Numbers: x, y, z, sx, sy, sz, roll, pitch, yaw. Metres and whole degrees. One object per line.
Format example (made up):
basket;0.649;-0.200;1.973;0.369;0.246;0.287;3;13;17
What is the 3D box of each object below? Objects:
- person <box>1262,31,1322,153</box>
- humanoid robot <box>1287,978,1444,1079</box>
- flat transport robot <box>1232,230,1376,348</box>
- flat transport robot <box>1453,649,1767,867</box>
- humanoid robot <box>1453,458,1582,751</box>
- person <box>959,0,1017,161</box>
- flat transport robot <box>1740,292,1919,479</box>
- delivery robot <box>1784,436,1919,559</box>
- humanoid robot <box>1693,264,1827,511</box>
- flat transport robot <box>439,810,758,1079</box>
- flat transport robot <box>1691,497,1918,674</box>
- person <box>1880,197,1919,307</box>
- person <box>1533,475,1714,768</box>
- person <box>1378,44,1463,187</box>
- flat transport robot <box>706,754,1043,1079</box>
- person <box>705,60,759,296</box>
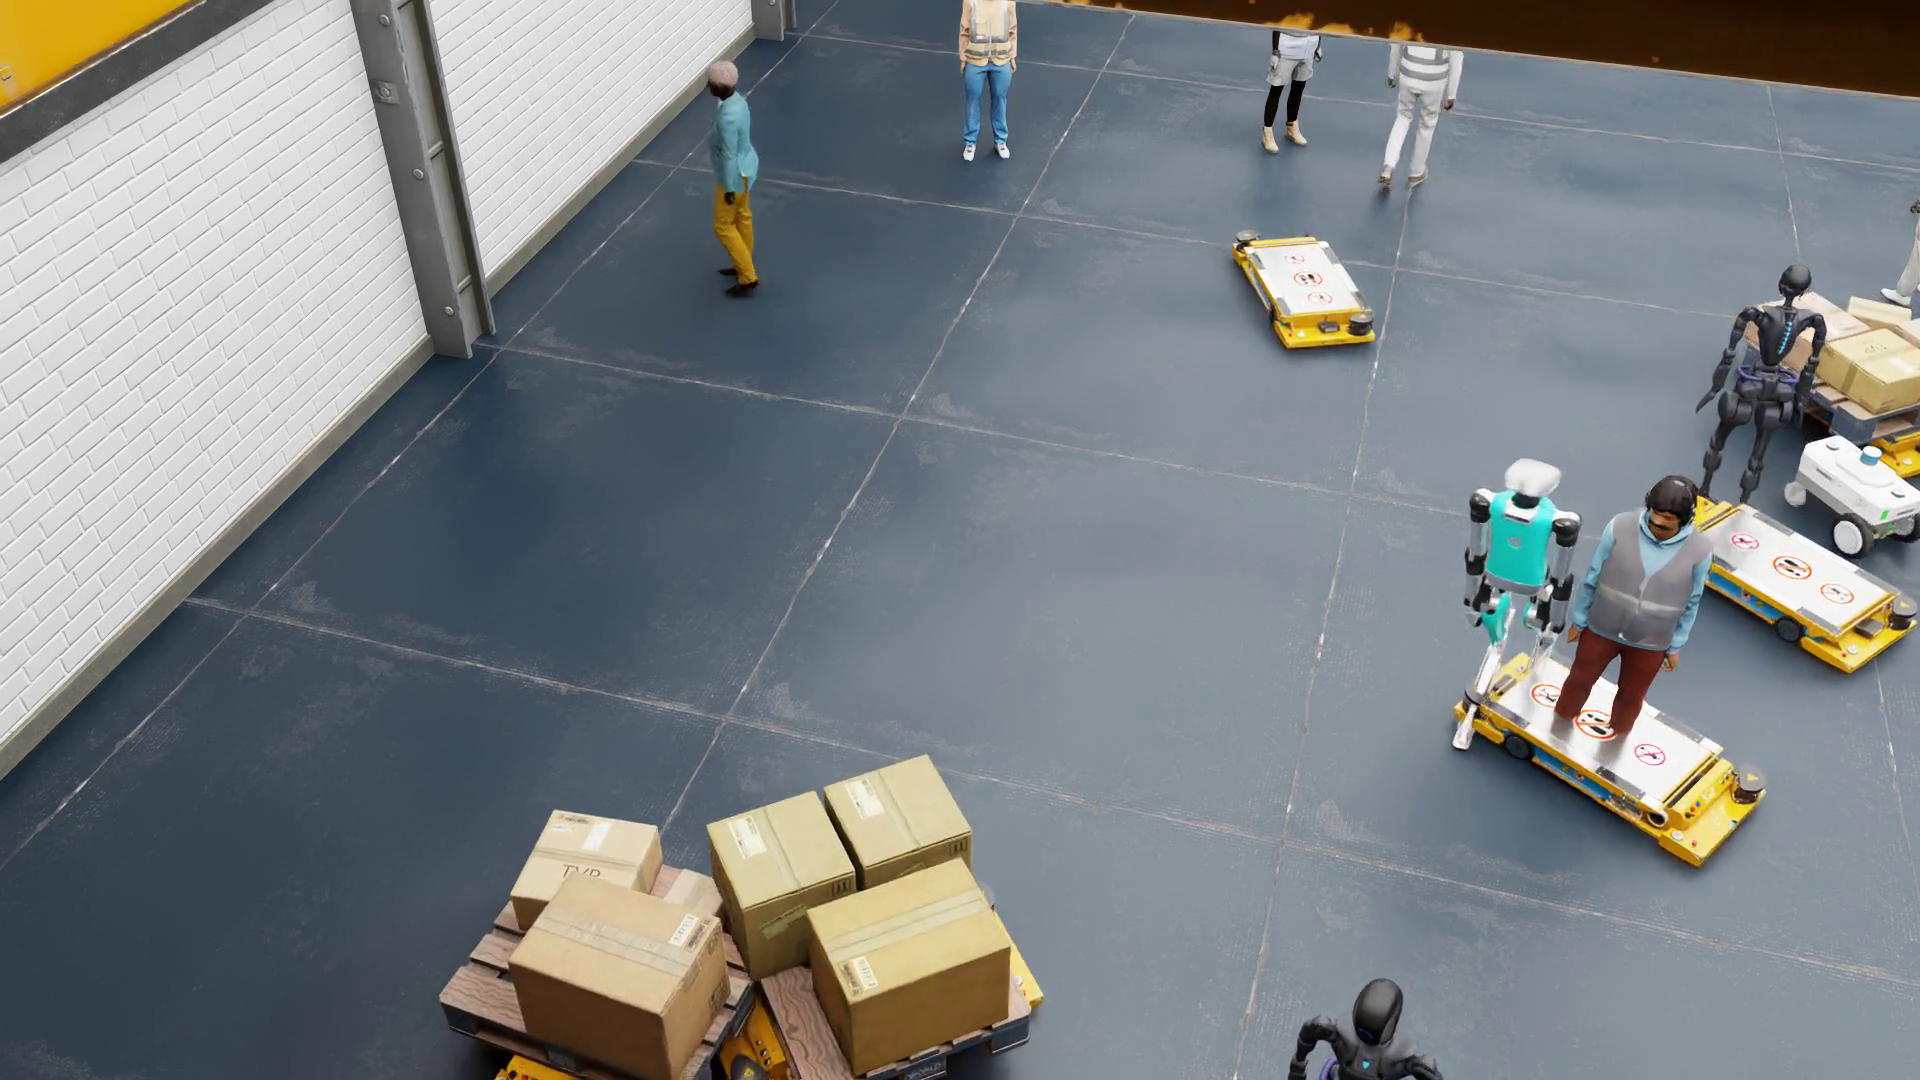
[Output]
person;2.817;-4.104;13.969;0.532;1.697;0.319;-17;42;-20
humanoid robot;1.464;2.211;6.148;0.606;1.636;0.680;17;42;20
flat transport robot;2.536;-1.884;12.348;0.659;0.231;1.431;-5;39;-7
flat transport robot;3.369;1.077;8.665;0.659;0.231;1.431;-30;47;-32
humanoid robot;2.906;0.250;8.547;0.583;1.784;0.903;27;46;29
person;0.228;-4.020;13.840;0.488;1.730;0.365;-4;39;-5
flat transport robot;6.015;-0.926;11.156;0.659;0.231;1.431;-14;41;-17
delivery robot;5.472;-0.298;10.137;0.499;0.582;0.773;-14;41;-17
humanoid robot;4.778;-0.857;9.962;0.616;1.632;0.474;4;39;5
flat transport robot;-1.494;2.060;7.442;0.659;0.231;1.431;14;41;17
flat transport robot;4.766;0.207;9.747;0.659;0.231;1.431;-24;45;-27
person;7.101;-2.435;11.935;0.514;1.642;0.309;-6;39;-8
person;3.291;0.430;8.186;0.542;1.876;0.410;17;42;20
person;3.706;-3.671;13.291;0.613;1.874;0.558;24;45;27
flat transport robot;-0.407;2.032;7.477;1.431;0.231;0.659;-16;41;-19
person;-1.666;-2.643;12.114;0.380;1.754;0.539;5;39;6
